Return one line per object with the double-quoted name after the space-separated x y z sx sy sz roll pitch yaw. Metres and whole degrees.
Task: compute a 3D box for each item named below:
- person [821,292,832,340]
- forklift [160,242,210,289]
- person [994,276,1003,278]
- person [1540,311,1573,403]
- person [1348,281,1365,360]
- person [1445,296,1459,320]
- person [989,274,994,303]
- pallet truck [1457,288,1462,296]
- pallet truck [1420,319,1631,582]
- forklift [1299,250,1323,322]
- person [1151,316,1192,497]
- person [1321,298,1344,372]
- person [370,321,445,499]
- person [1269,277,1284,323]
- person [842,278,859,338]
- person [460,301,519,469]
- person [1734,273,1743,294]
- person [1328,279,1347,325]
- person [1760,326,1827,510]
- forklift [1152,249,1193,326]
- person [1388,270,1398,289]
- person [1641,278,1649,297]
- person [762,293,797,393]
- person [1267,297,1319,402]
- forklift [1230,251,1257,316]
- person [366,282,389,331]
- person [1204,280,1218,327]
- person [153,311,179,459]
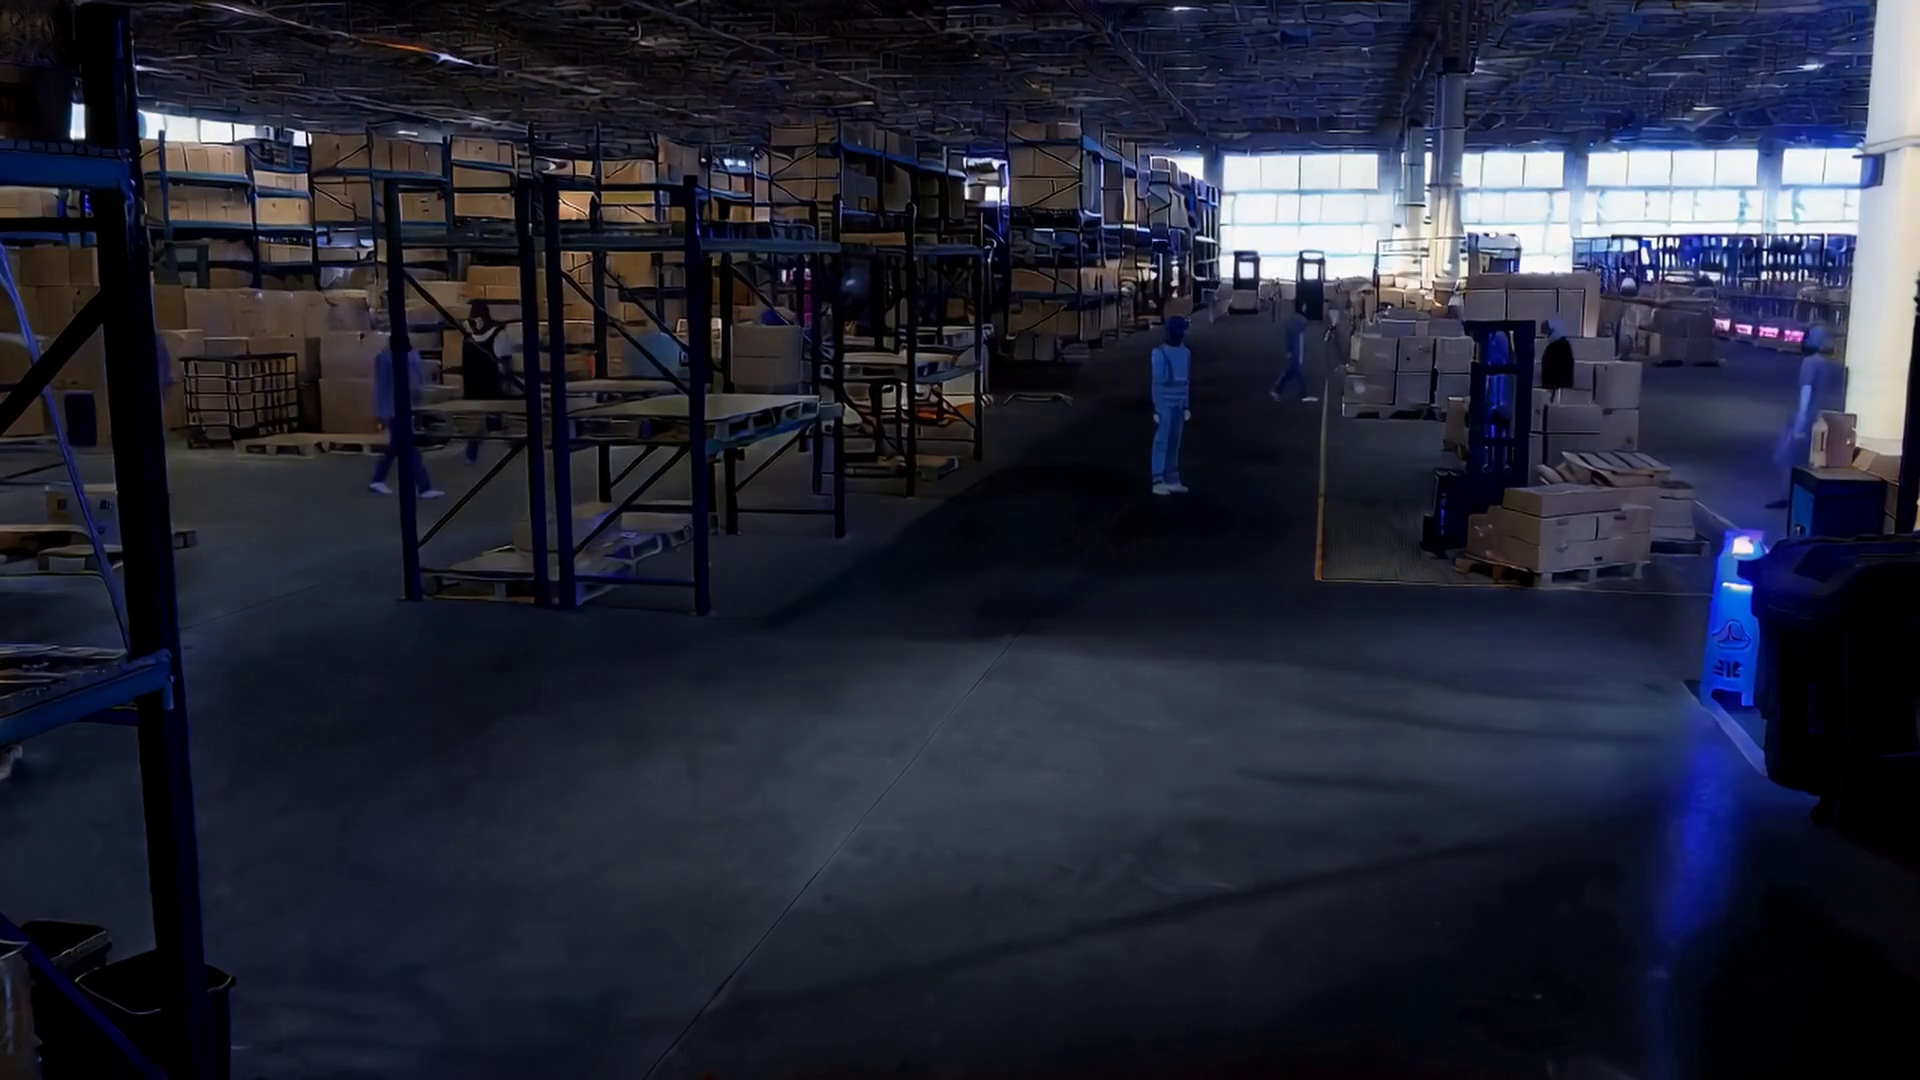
-3.311 -5.290 41.114 0.533 1.671 0.498 -8 13 -40 "person"
-16.063 -4.810 34.690 1.129 2.768 1.873 2 10 12 "forklift"
2.105 -13.871 91.195 0.540 1.913 0.506 1 10 4 "person"
6.303 -1.486 17.867 0.597 1.922 0.639 4 10 22 "person"
9.736 -5.380 40.850 0.371 1.939 0.543 3 10 16 "person"
11.987 -5.159 40.555 0.515 1.592 0.841 -9 13 -41 "person"
1.823 -14.404 94.123 0.623 1.989 0.399 1 10 8 "person"
20.506 -9.785 68.819 0.653 1.274 1.630 2 10 12 "pallet truck"
4.543 -0.757 13.299 0.823 1.965 1.885 -4 10 -22 "pallet truck"
13.778 -10.002 65.433 1.129 2.768 1.873 2 10 12 "forklift"
2.229 -1.403 17.466 0.575 1.883 0.362 -9 13 -43 "person"
8.147 -4.466 36.350 0.531 1.622 0.459 -7 12 -34 "person"
-5.834 -1.365 17.310 1.032 1.876 0.586 3 10 19 "person"
12.449 -9.458 65.414 0.594 1.803 0.811 2 10 9 "person"
-2.818 -5.531 41.572 0.609 1.997 0.375 -3 10 -16 "person"
-5.660 -1.910 20.002 0.692 2.000 0.995 2 10 12 "person"
37.758 -12.007 80.501 0.860 1.792 0.622 1 10 7 "person"
11.619 -7.099 51.191 0.541 1.897 1.019 3 10 16 "person"
8.245 -1.179 16.286 0.556 1.830 0.553 5 11 29 "person"
7.646 -9.320 61.395 1.873 2.768 1.129 2 10 11 "forklift"
20.899 -12.075 80.427 0.476 1.962 0.622 0 10 2 "person"
27.111 -9.503 65.786 0.577 1.750 0.541 1 10 7 "person"
-3.077 -3.328 28.844 0.658 1.882 1.019 0 10 3 "person"
5.795 -3.296 28.829 0.893 1.841 0.534 -3 10 -17 "person"
12.463 -11.244 72.786 1.129 2.768 1.873 2 10 12 "forklift"
-14.590 -5.526 41.810 0.587 1.911 0.397 -5 11 -27 "person"
9.213 -8.677 60.998 0.541 1.731 0.551 3 10 16 "person"
-9.950 -1.933 20.505 0.688 1.915 0.648 3 10 16 "person"
